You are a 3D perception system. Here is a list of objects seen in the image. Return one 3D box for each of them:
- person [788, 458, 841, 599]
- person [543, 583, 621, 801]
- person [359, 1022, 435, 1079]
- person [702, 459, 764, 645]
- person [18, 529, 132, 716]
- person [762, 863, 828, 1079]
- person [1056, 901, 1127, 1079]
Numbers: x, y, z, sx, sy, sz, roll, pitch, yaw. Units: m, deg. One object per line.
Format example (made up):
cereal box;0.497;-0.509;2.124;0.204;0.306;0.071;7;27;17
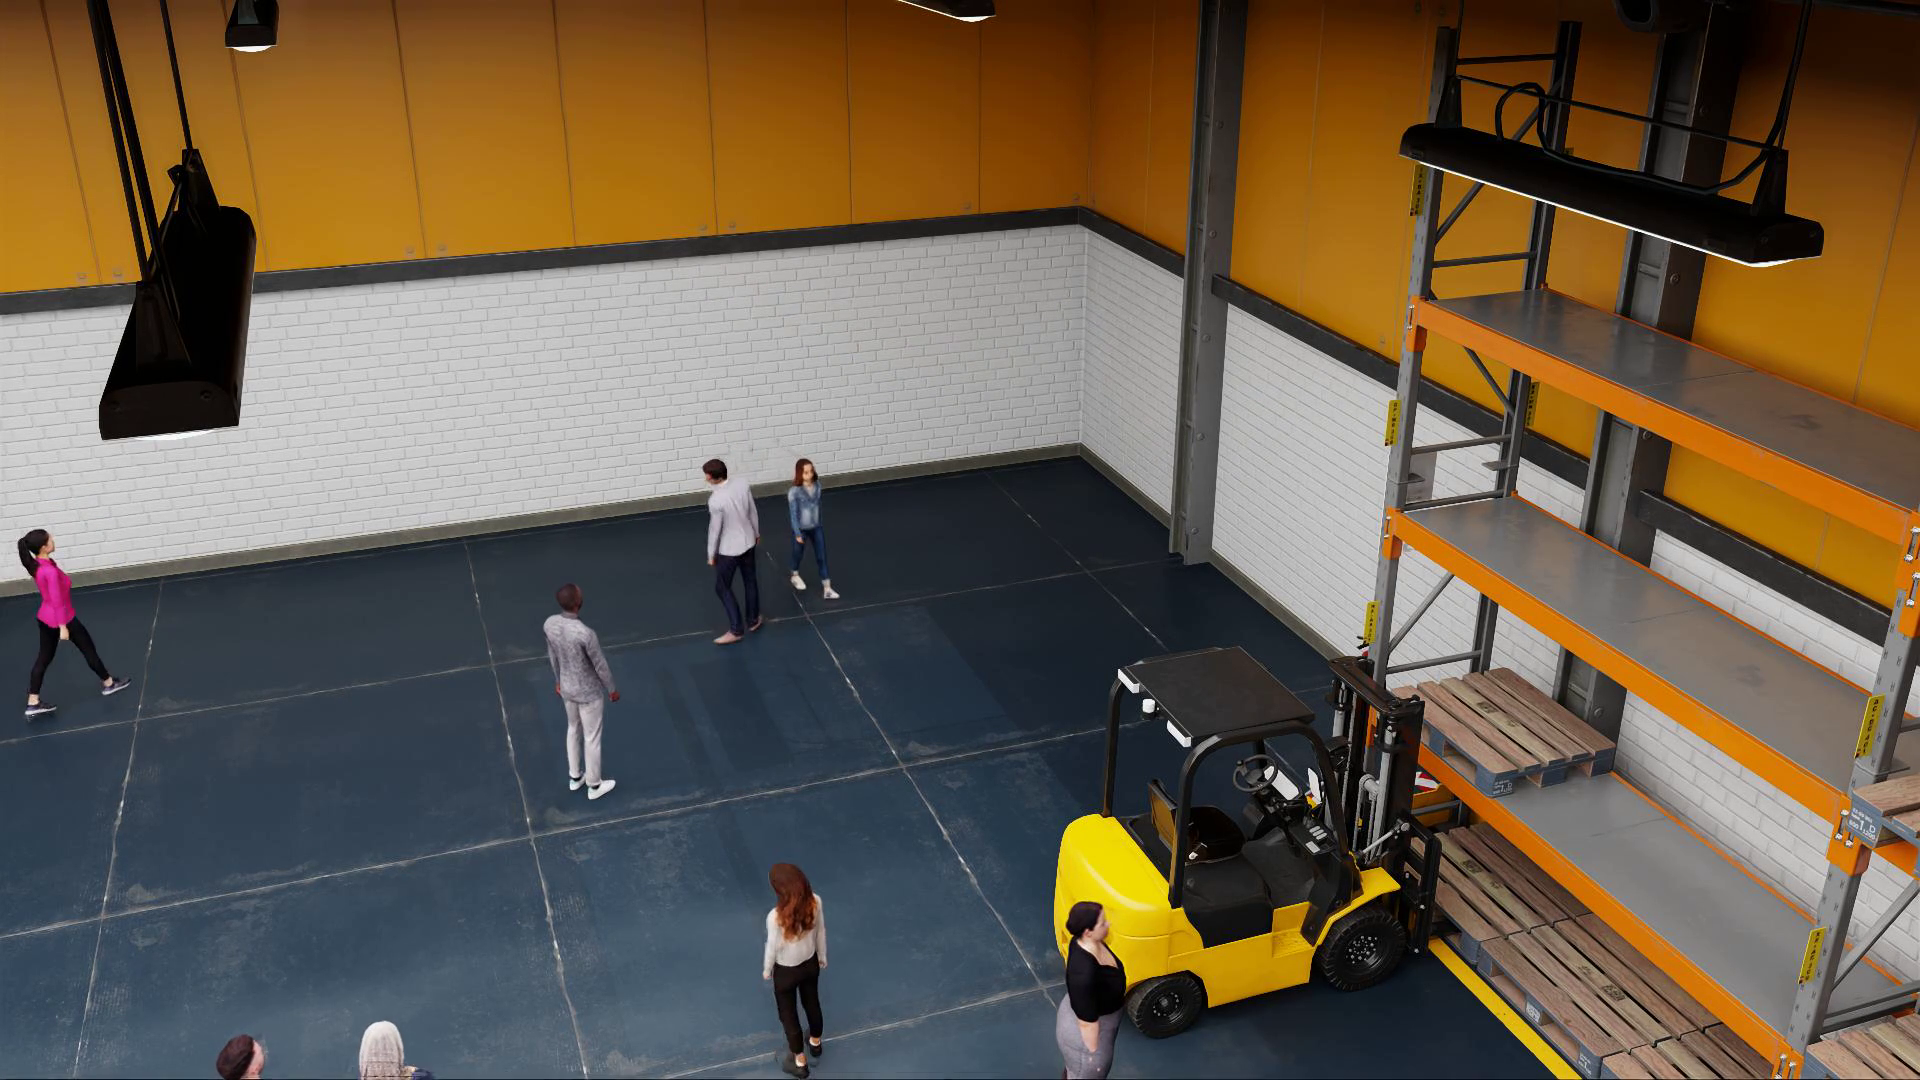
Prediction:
person;-1.567;-0.125;16.475;0.746;1.440;1.048;-17;29;-33
person;-2.971;1.191;12.973;0.764;1.833;0.851;14;27;29
person;-2.870;3.249;8.461;0.644;1.676;0.694;-10;26;-22
person;-2.058;0.045;15.625;0.919;1.810;0.838;-16;28;-32
person;-7.825;0.732;14.246;1.125;1.655;1.029;19;30;36
person;-1.002;2.619;10.158;0.636;1.472;0.684;-13;27;-27
person;0.702;2.788;9.409;0.819;1.761;0.698;2;24;4
